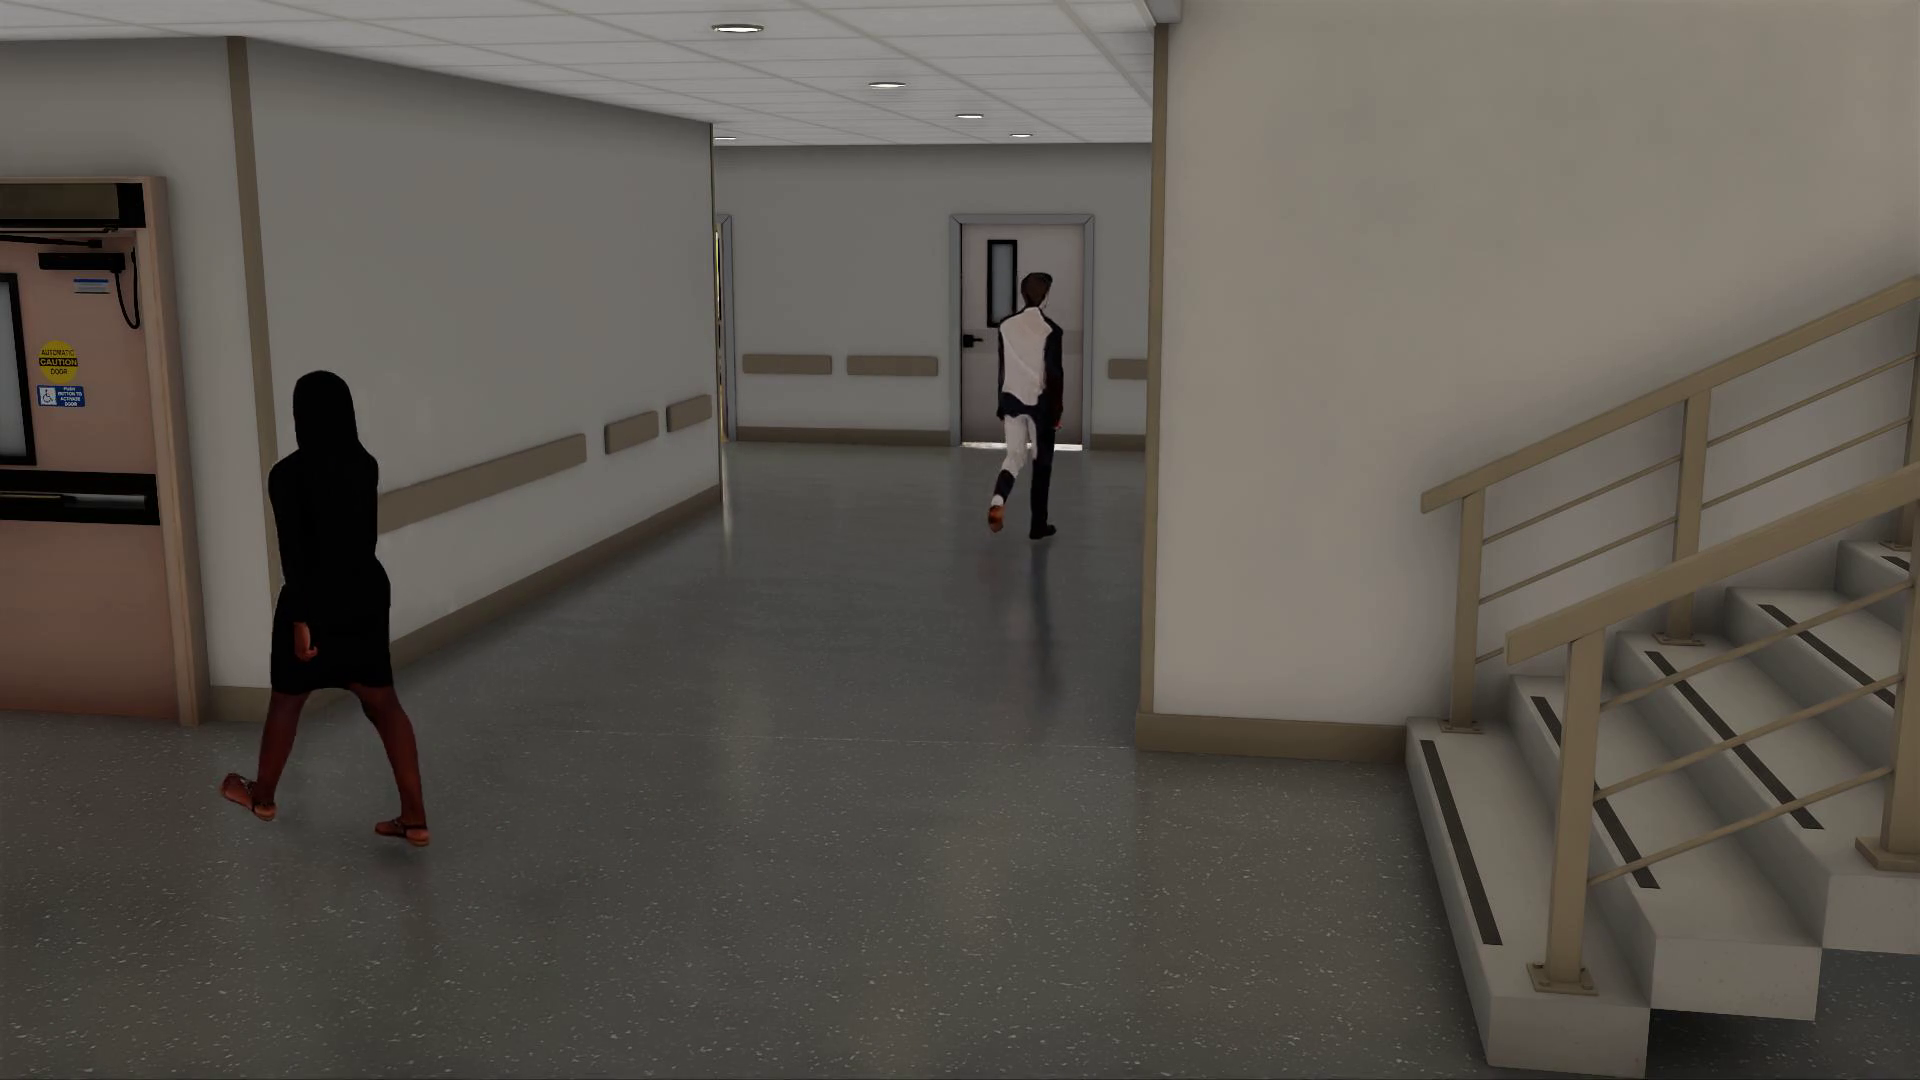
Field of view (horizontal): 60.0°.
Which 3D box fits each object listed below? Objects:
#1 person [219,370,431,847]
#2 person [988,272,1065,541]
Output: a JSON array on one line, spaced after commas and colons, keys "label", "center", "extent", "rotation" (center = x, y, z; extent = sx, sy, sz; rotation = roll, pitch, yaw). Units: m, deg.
[{"label": "person", "center": [-2.126, 0.290, 5.847], "extent": [1.227, 1.669, 0.917], "rotation": [6, 12, 29]}, {"label": "person", "center": [0.437, -0.910, 11.611], "extent": [0.982, 1.876, 0.936], "rotation": [6, 12, 28]}]
